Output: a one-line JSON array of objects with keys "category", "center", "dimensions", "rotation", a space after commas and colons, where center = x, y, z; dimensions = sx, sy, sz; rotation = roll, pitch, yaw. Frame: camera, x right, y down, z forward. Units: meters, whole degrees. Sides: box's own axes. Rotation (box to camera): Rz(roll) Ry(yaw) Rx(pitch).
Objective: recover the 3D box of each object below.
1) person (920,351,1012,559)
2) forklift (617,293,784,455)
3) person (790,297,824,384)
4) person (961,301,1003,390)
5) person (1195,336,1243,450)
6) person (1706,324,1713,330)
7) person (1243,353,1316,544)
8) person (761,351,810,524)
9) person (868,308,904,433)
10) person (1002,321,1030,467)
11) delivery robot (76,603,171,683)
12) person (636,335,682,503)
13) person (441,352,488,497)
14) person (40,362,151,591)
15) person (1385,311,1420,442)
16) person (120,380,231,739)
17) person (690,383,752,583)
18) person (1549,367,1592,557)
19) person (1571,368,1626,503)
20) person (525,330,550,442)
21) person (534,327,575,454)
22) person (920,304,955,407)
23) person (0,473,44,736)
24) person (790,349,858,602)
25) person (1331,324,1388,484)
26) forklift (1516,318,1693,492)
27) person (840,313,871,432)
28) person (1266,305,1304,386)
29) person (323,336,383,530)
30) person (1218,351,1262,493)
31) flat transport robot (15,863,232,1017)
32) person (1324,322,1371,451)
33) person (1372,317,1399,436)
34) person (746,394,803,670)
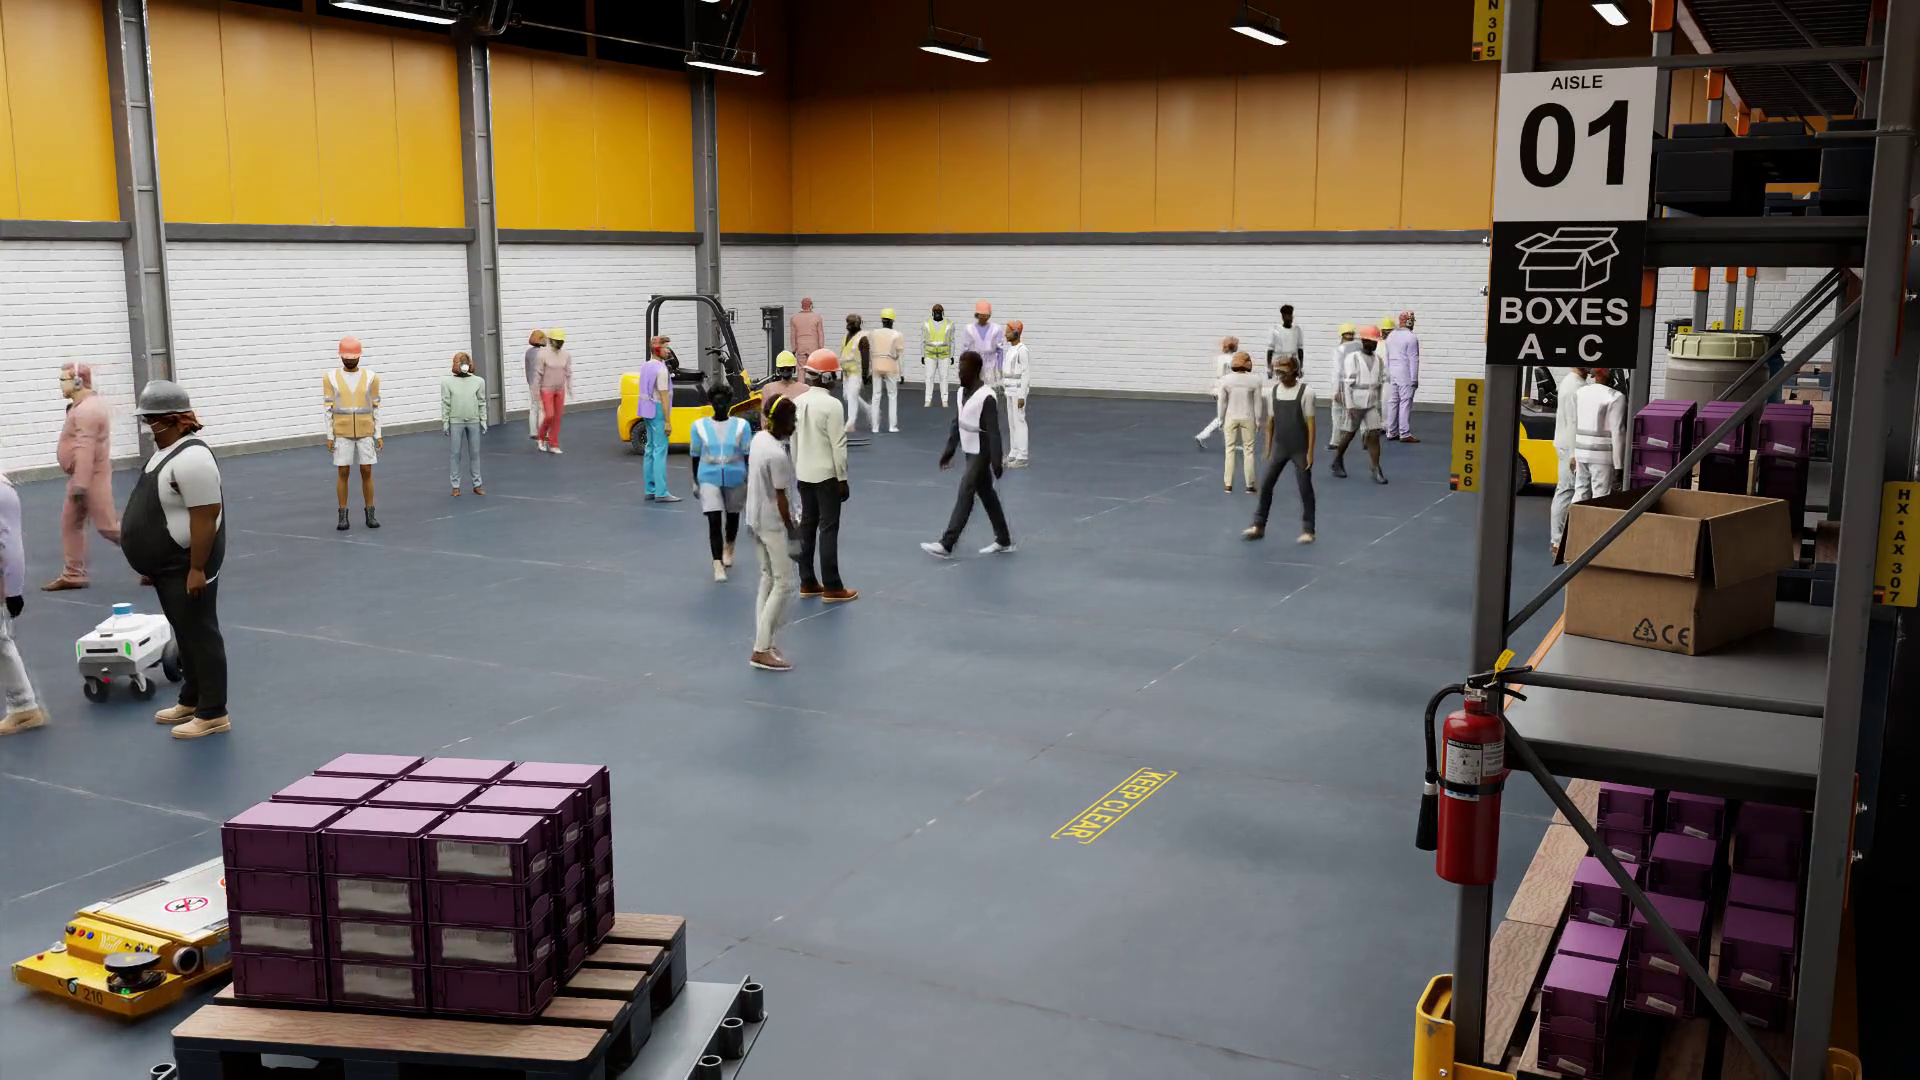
[{"category": "person", "center": [0.065, -0.763, 14.999], "dimensions": [0.992, 1.869, 0.597], "rotation": [-4, 10, -21]}, {"category": "forklift", "center": [-3.588, -2.317, 23.042], "dimensions": [2.313, 2.155, 1.214], "rotation": [-1, 10, -5]}, {"category": "person", "center": [-2.862, -3.610, 31.360], "dimensions": [0.636, 1.911, 0.405], "rotation": [1, 10, 8]}, {"category": "person", "center": [0.332, -2.651, 25.539], "dimensions": [0.650, 2.004, 0.580], "rotation": [-1, 10, -7]}, {"category": "person", "center": [3.618, -2.012, 22.974], "dimensions": [0.698, 1.610, 0.550], "rotation": [-2, 10, -11]}, {"category": "person", "center": [9.018, -1.648, 20.003], "dimensions": [0.643, 1.908, 0.410], "rotation": [1, 10, 5]}, {"category": "person", "center": [3.094, -0.866, 15.759], "dimensions": [0.608, 1.817, 0.444], "rotation": [7, 12, 36]}, {"category": "person", "center": [-1.748, -1.027, 16.818], "dimensions": [0.523, 1.769, 0.313], "rotation": [-1, 10, -7]}, {"category": "person", "center": [-1.135, -2.589, 25.461], "dimensions": [0.593, 1.907, 0.453], "rotation": [3, 10, 15]}, {"category": "person", "center": [0.712, -1.875, 21.382], "dimensions": [0.341, 1.882, 0.587], "rotation": [-3, 10, -16]}, {"category": "delivery robot", "center": [-5.221, 0.640, 10.394], "dimensions": [0.477, 0.478, 0.707], "rotation": [-1, 10, -6]}, {"category": "person", "center": [-3.355, -1.331, 18.357], "dimensions": [0.390, 1.841, 0.564], "rotation": [-6, 12, -33]}, {"category": "person", "center": [-5.606, -1.310, 18.827], "dimensions": [0.504, 1.636, 0.280], "rotation": [-5, 11, -27]}, {"category": "person", "center": [-7.027, -0.518, 13.562], "dimensions": [0.895, 1.880, 0.638], "rotation": [-6, 11, -31]}, {"category": "person", "center": [6.470, -2.373, 24.200], "dimensions": [0.409, 1.907, 0.651], "rotation": [-4, 11, -22]}, {"category": "person", "center": [-4.476, 0.103, 9.476], "dimensions": [0.536, 2.000, 0.688], "rotation": [-7, 12, -36]}, {"category": "person", "center": [-2.025, -0.517, 14.155], "dimensions": [0.536, 1.671, 0.787], "rotation": [-2, 10, -13]}, {"category": "person", "center": [5.548, -0.806, 15.035], "dimensions": [0.359, 1.938, 0.632], "rotation": [3, 10, 19]}, {"category": "person", "center": [5.586, -0.703, 14.617], "dimensions": [0.341, 1.878, 0.582], "rotation": [-5, 11, -25]}, {"category": "person", "center": [-6.132, -2.245, 24.252], "dimensions": [0.507, 1.632, 0.278], "rotation": [8, 13, 39]}, {"category": "person", "center": [-5.513, -2.028, 22.664], "dimensions": [0.441, 1.738, 0.532], "rotation": [9, 13, 43]}, {"category": "person", "center": [-0.399, -3.277, 29.626], "dimensions": [0.621, 1.843, 0.429], "rotation": [0, 10, 1]}, {"category": "person", "center": [-5.461, 0.265, 9.201], "dimensions": [0.682, 1.800, 0.764], "rotation": [6, 12, 32]}, {"category": "person", "center": [-1.089, -0.510, 13.158], "dimensions": [0.386, 1.996, 0.610], "rotation": [-9, 13, -42]}, {"category": "person", "center": [4.846, -1.652, 20.041], "dimensions": [0.557, 1.907, 0.917], "rotation": [-3, 10, -15]}, {"category": "forklift", "center": [7.066, -1.601, 18.899], "dimensions": [2.313, 2.155, 1.214], "rotation": [5, 11, 27]}, {"category": "person", "center": [-1.590, -2.585, 25.670], "dimensions": [0.691, 1.828, 0.636], "rotation": [-6, 12, -33]}, {"category": "person", "center": [5.180, -2.768, 26.471], "dimensions": [0.623, 1.929, 0.653], "rotation": [-3, 10, -19]}, {"category": "person", "center": [-6.030, -1.063, 16.559], "dimensions": [0.543, 1.928, 0.371], "rotation": [-4, 11, -24]}, {"category": "person", "center": [3.206, -1.350, 19.073], "dimensions": [0.501, 1.631, 0.287], "rotation": [3, 10, 15]}, {"category": "flat transport robot", "center": [-2.901, 1.474, 6.658], "dimensions": [0.652, 0.197, 1.431], "rotation": [5, 11, 27]}, {"category": "person", "center": [5.365, -2.095, 22.915], "dimensions": [0.612, 1.803, 0.626], "rotation": [-5, 11, -26]}, {"category": "person", "center": [6.496, -2.486, 25.195], "dimensions": [0.744, 1.799, 0.634], "rotation": [-10, 14, -44]}, {"category": "person", "center": [-1.269, -0.056, 11.044], "dimensions": [0.365, 1.837, 0.644], "rotation": [-5, 11, -26]}]
